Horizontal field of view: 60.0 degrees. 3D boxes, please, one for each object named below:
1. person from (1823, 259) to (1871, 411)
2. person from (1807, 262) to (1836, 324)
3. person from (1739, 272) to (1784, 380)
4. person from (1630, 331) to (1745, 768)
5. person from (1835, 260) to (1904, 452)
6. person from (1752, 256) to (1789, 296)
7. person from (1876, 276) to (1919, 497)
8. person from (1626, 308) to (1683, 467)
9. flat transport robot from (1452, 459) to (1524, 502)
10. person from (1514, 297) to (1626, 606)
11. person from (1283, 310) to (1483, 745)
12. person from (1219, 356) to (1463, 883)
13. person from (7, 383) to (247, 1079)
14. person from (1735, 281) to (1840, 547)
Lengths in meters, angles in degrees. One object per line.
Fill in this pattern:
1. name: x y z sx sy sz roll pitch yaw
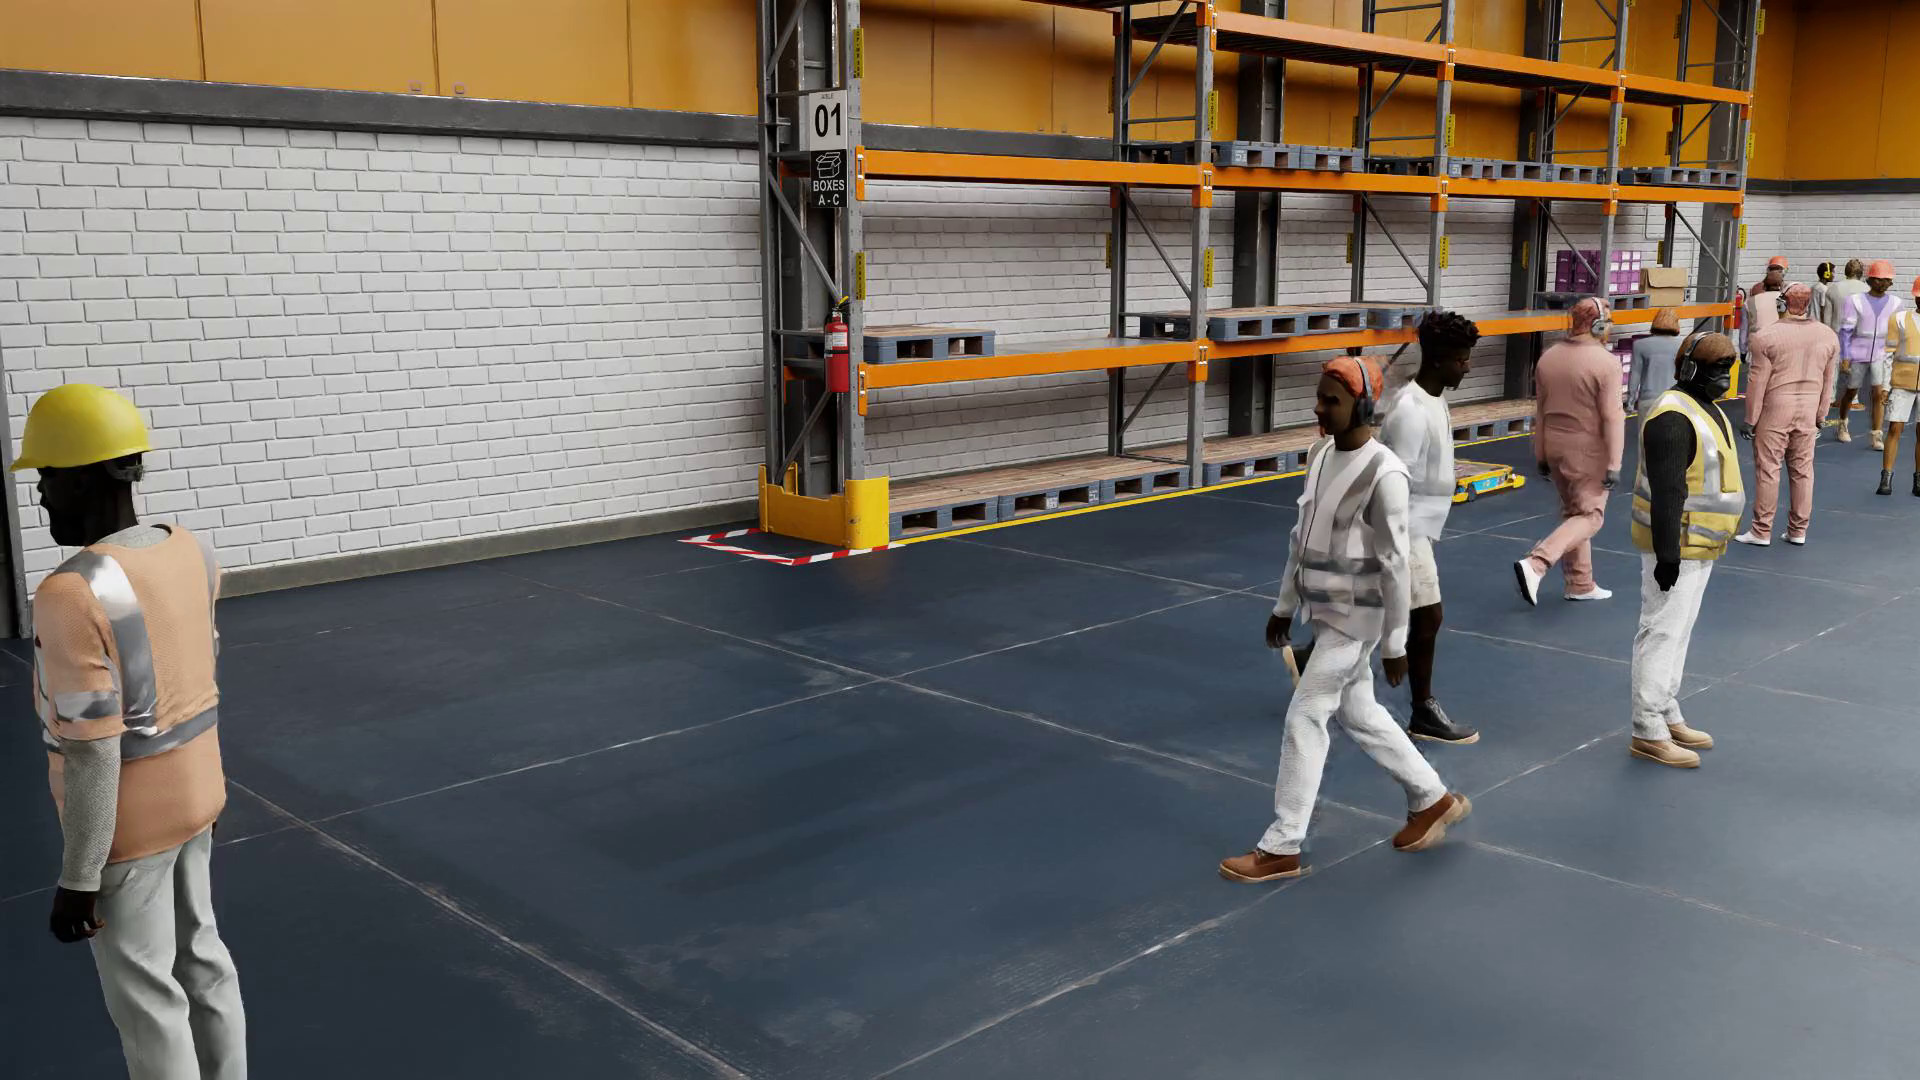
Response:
1. person: 11.405 -2.630 21.364 0.371 1.941 0.627 -7 12 -32
2. person: 12.072 -2.962 23.399 0.337 1.861 0.517 2 11 10
3. person: 9.456 -2.212 19.444 0.644 1.805 0.833 7 12 33
4. person: 3.112 0.030 7.132 0.430 1.841 0.623 8 13 36
5. person: 9.625 -1.973 17.652 0.611 2.000 1.045 2 11 13
6. person: 10.708 -2.748 21.928 0.504 1.964 0.620 -9 14 -40
7. person: 8.223 -1.328 14.294 0.542 1.928 0.374 5 11 24
8. person: 6.217 -1.250 14.765 0.535 1.595 0.807 5 11 25
9. flat transport robot: 4.290 -0.526 14.442 0.652 0.197 1.431 9 14 41
10. person: 3.686 -0.516 10.003 0.775 1.880 0.646 -4 11 -21
11. person: 1.892 -0.064 7.424 0.869 1.928 0.669 5 11 23
12. person: 1.401 0.268 5.842 0.951 1.846 0.577 -2 11 -11
13. person: -1.846 0.621 3.708 0.397 1.933 0.608 0 10 1
14. person: 5.943 -0.899 12.002 0.642 1.913 0.409 -1 10 -7
